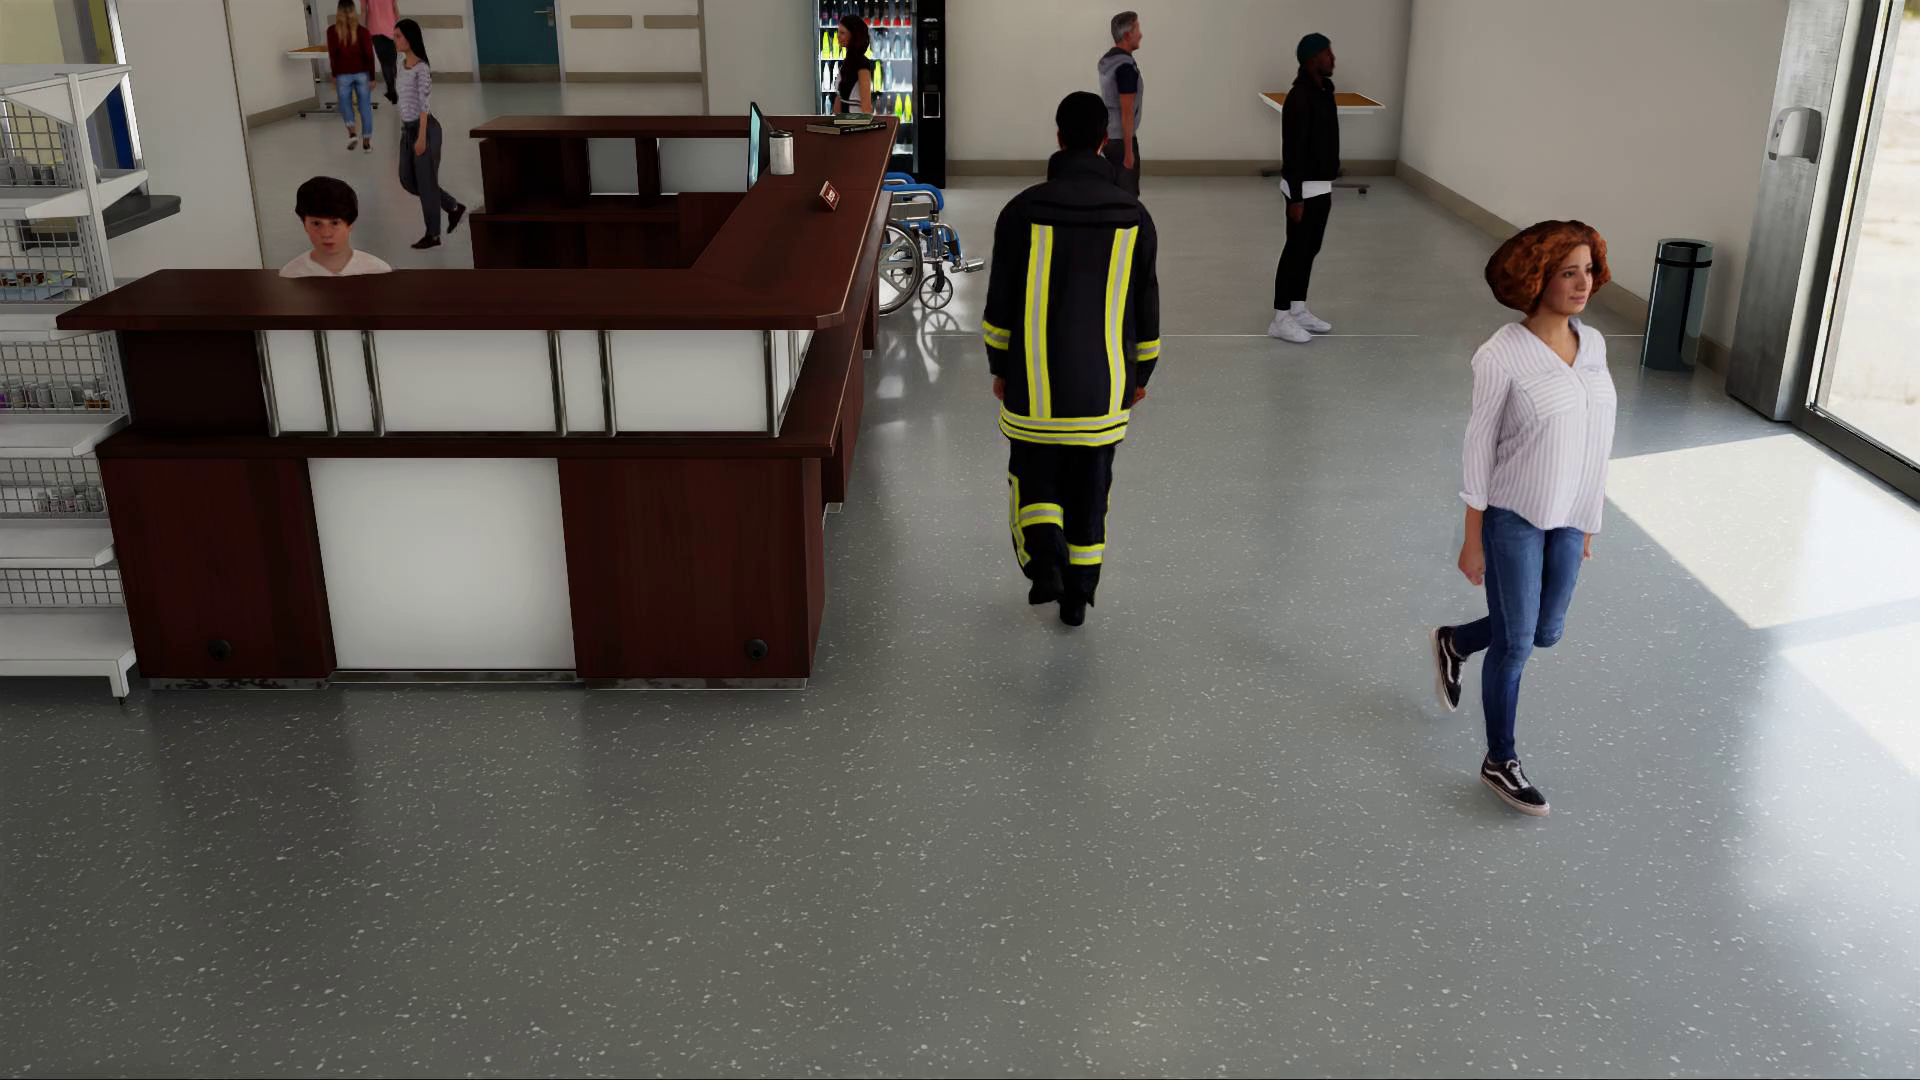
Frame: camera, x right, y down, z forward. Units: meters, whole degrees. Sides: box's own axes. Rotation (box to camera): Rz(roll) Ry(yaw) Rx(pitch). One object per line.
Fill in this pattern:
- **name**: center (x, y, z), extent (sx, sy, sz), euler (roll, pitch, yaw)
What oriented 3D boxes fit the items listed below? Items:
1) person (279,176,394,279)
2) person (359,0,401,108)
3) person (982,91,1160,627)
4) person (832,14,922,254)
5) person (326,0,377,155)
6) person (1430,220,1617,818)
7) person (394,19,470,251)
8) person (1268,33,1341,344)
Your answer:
- **person**: center (-2.140, -0.464, 5.903), extent (0.570, 1.654, 0.698), euler (-5, 21, -14)
- **person**: center (-7.541, -6.601, 21.761), extent (1.255, 1.899, 1.115), euler (-10, 23, -26)
- **person**: center (0.388, -0.579, 5.845), extent (0.684, 1.912, 0.857), euler (-1, 21, -2)
- **person**: center (-0.666, -2.924, 12.277), extent (1.197, 1.740, 0.738), euler (-3, 21, -9)
- **person**: center (-6.482, -4.933, 17.751), extent (0.669, 1.620, 0.756), euler (-7, 22, -17)
- **person**: center (1.615, -0.096, 4.886), extent (1.000, 1.687, 0.924), euler (-8, 22, -20)
- **person**: center (-4.034, -3.085, 12.730), extent (0.899, 1.722, 0.840), euler (-19, 28, -40)
- **person**: center (2.107, -2.143, 10.107), extent (0.779, 1.817, 0.762), euler (14, 25, 32)
